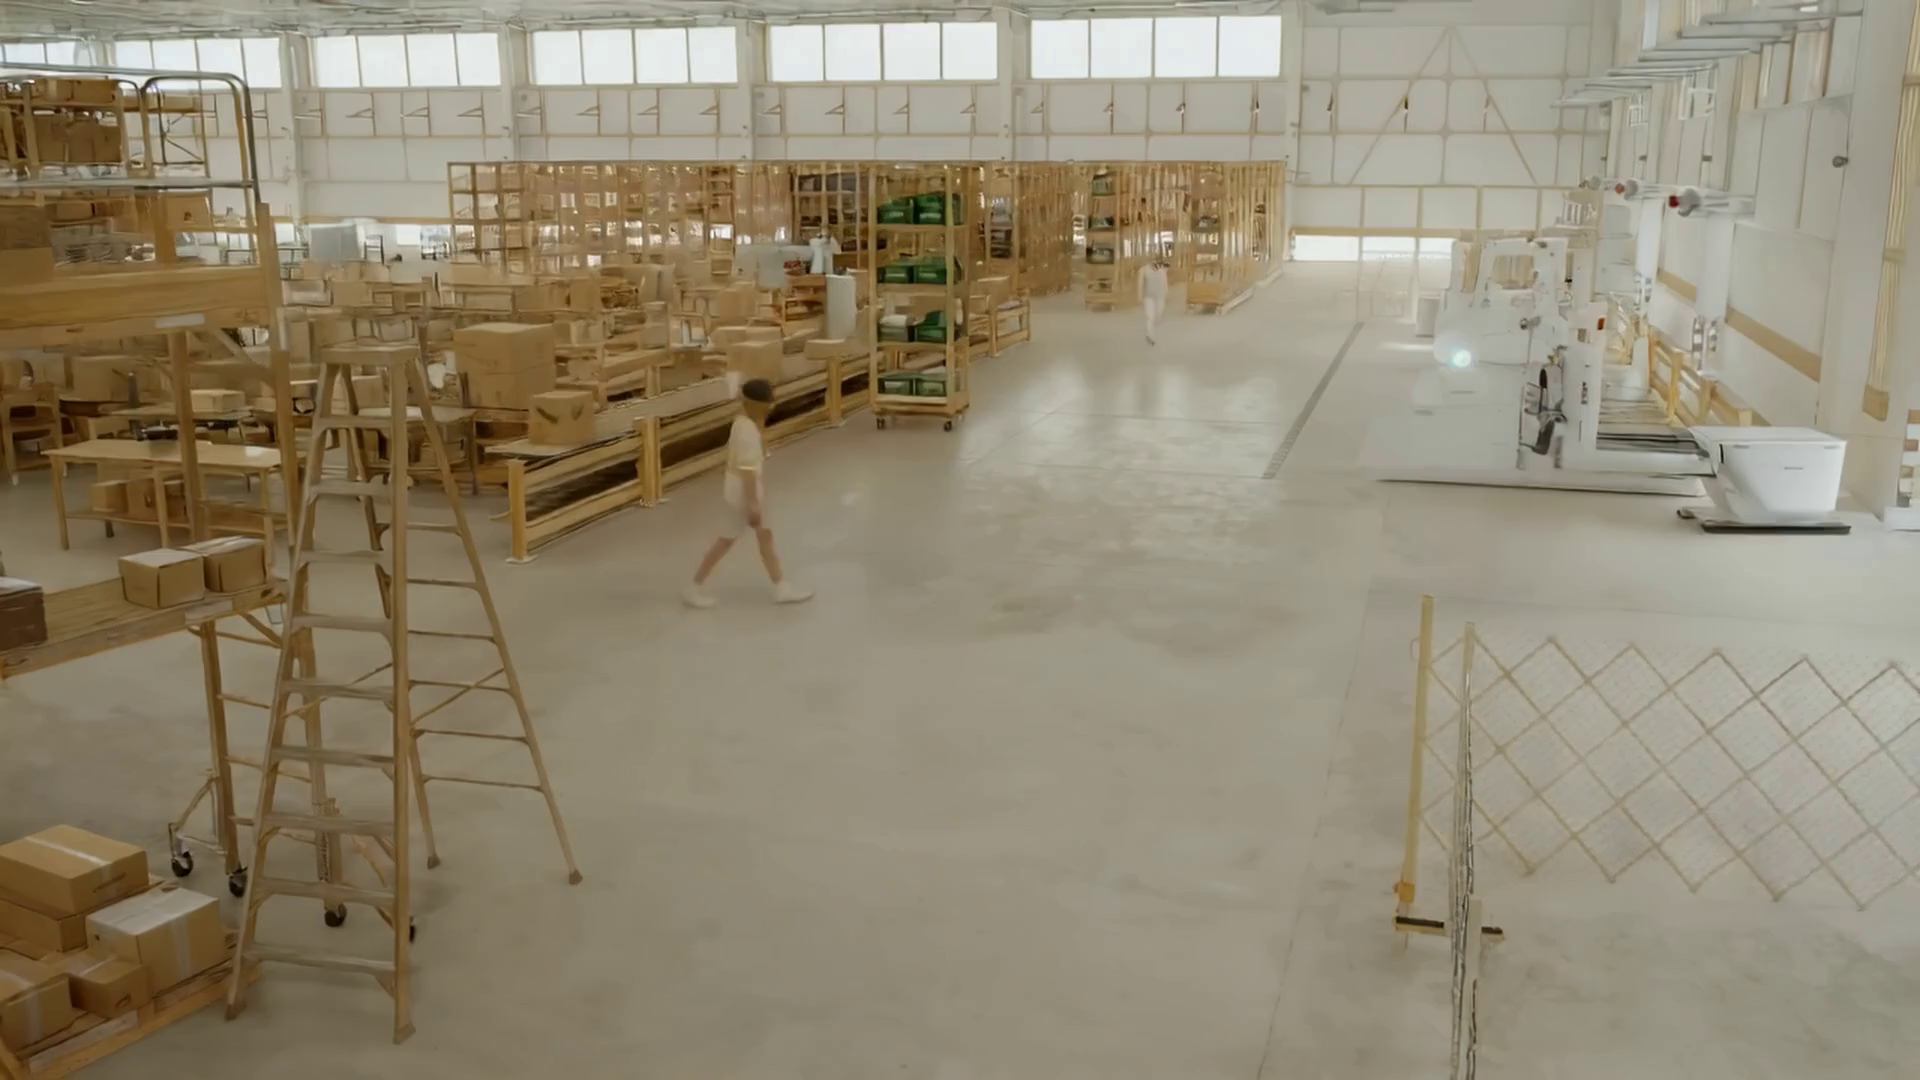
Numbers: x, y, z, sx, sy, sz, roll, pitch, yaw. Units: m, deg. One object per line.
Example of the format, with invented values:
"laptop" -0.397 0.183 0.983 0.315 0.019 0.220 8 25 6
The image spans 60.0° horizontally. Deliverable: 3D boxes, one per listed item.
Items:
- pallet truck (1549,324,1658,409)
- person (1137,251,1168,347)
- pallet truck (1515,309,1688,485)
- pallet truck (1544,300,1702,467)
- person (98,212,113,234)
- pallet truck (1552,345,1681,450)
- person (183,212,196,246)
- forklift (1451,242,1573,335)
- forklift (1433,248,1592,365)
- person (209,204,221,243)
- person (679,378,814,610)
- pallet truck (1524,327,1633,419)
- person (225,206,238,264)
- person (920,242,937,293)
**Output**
"pallet truck" 9.824 -2.669 25.407 1.601 1.201 0.680 4 14 16
"person" 3.847 -4.854 33.423 0.647 1.889 0.763 -5 14 -21
"pallet truck" 7.554 -1.677 19.446 1.885 1.965 0.823 3 13 14
"pallet truck" 8.263 -1.952 20.631 1.885 1.965 0.823 5 14 20
"person" -28.347 -9.943 55.350 0.549 1.913 0.798 3 13 13
"pallet truck" 8.641 -1.896 21.908 1.630 1.274 0.653 4 14 16
"person" -27.763 -10.926 59.920 0.524 1.759 0.337 5 14 20
"forklift" 10.464 -4.597 31.405 2.680 1.987 1.157 4 14 16
"forklift" 9.780 -4.111 29.280 2.680 1.987 1.157 3 13 14
"person" -28.714 -11.927 63.876 0.543 1.926 0.643 5 14 22
"person" -1.851 -0.376 13.903 1.117 1.977 0.652 -2 13 -7
"pallet truck" 9.065 -2.460 24.370 1.522 1.261 0.704 3 13 14
"person" -25.603 -10.713 58.478 0.390 1.995 0.613 3 13 12
"person" -0.736 -6.048 38.790 0.622 1.778 0.934 -11 17 -39
